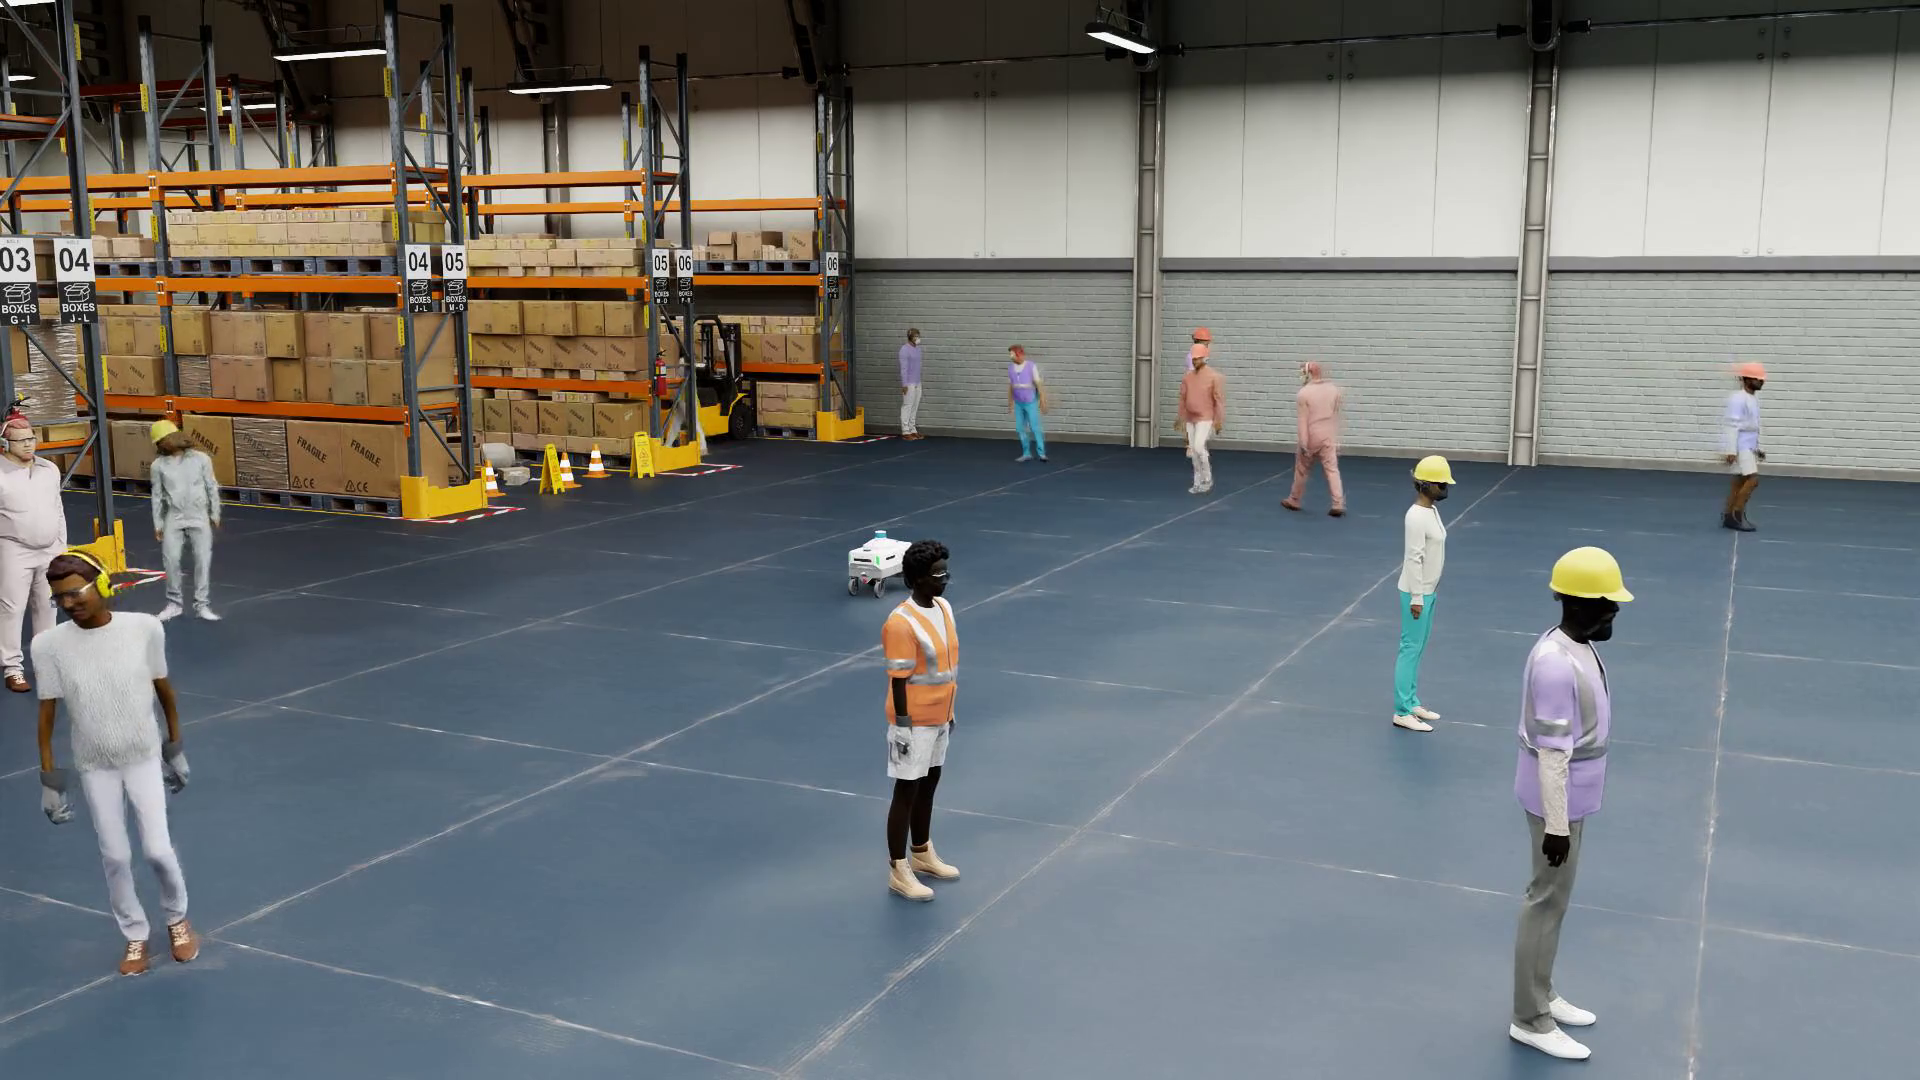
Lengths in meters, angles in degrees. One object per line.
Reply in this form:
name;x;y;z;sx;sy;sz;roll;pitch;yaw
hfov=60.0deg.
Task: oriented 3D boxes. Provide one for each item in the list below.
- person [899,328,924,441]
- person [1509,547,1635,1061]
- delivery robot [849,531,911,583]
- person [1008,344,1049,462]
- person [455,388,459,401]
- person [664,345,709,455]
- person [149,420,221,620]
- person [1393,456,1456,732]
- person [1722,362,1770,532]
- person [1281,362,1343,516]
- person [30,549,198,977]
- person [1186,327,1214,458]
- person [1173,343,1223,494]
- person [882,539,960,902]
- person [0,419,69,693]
person;-0.828;-2.690;28.722;0.355;1.936;0.636;4;10;25
person;2.303;0.972;6.297;0.376;1.925;0.594;4;10;25
delivery robot;-0.725;0.159;15.192;0.477;0.478;0.707;4;10;25
person;1.033;-2.079;25.387;0.685;1.804;0.448;9;13;43
person;-8.606;-2.684;28.726;0.833;1.928;0.648;2;9;12
person;-4.420;-2.210;26.255;0.930;1.779;0.739;-1;9;-7
person;-6.506;-0.158;13.945;0.580;1.702;0.397;-4;10;-21
person;2.994;0.335;10.705;0.325;1.765;0.534;4;10;25
person;8.884;-1.039;18.682;0.576;1.919;0.543;8;12;40
person;4.268;-1.214;19.977;0.655;1.841;1.050;-4;10;-21
person;-3.498;0.927;6.872;0.540;1.830;0.452;-4;10;-25
person;3.748;-2.291;25.960;0.390;2.039;0.615;4;10;25
person;3.104;-1.583;21.806;0.449;1.974;0.630;-8;12;-42
person;-0.174;0.832;7.857;0.316;1.696;0.541;4;10;25
person;-6.554;0.100;11.712;0.405;1.906;0.652;4;10;25
